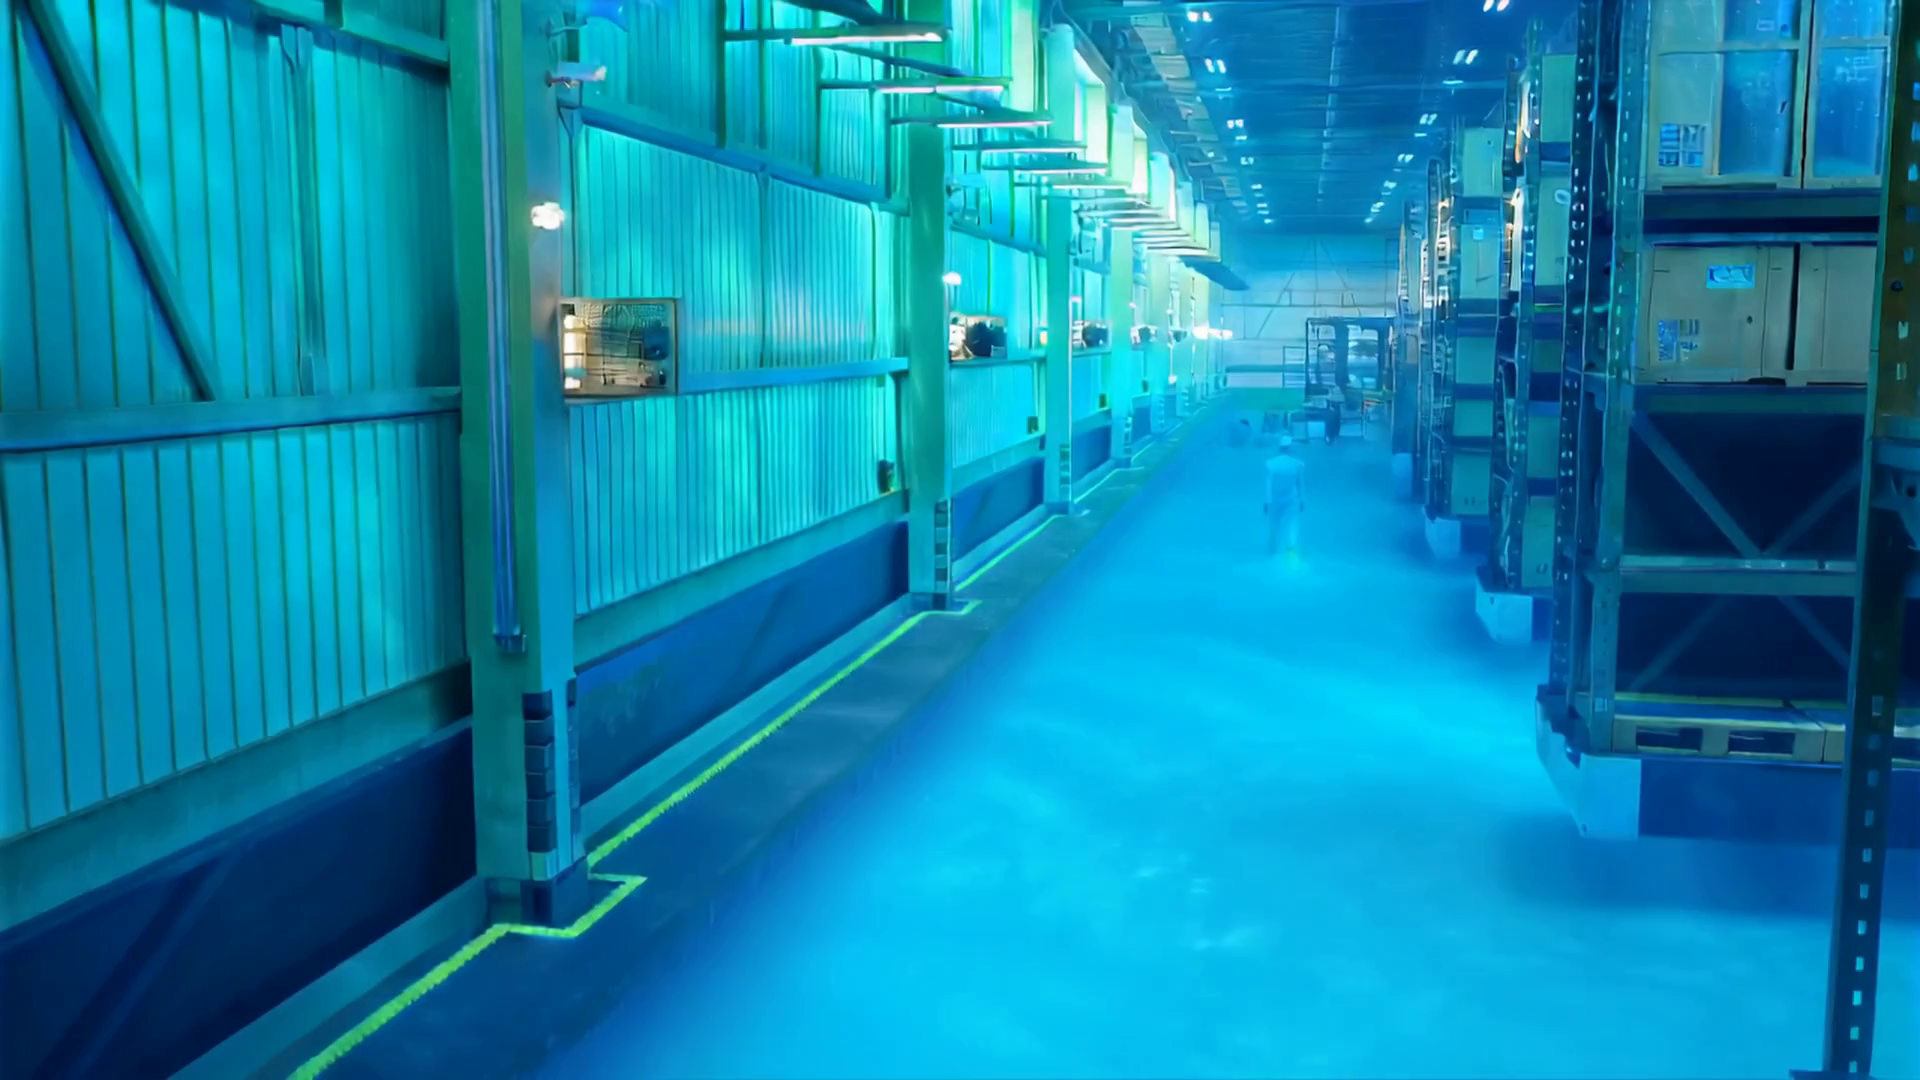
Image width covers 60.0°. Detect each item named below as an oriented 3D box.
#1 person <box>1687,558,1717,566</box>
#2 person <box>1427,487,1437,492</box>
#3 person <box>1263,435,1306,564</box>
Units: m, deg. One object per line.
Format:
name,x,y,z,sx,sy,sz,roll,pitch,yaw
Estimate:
person,6.725,0.342,15.147,0.385,1.754,0.531,2,8,19
person,9.470,-1.805,32.173,0.967,1.790,0.632,0,7,-2
person,4.367,-0.547,22.379,0.574,1.722,0.813,0,7,3
